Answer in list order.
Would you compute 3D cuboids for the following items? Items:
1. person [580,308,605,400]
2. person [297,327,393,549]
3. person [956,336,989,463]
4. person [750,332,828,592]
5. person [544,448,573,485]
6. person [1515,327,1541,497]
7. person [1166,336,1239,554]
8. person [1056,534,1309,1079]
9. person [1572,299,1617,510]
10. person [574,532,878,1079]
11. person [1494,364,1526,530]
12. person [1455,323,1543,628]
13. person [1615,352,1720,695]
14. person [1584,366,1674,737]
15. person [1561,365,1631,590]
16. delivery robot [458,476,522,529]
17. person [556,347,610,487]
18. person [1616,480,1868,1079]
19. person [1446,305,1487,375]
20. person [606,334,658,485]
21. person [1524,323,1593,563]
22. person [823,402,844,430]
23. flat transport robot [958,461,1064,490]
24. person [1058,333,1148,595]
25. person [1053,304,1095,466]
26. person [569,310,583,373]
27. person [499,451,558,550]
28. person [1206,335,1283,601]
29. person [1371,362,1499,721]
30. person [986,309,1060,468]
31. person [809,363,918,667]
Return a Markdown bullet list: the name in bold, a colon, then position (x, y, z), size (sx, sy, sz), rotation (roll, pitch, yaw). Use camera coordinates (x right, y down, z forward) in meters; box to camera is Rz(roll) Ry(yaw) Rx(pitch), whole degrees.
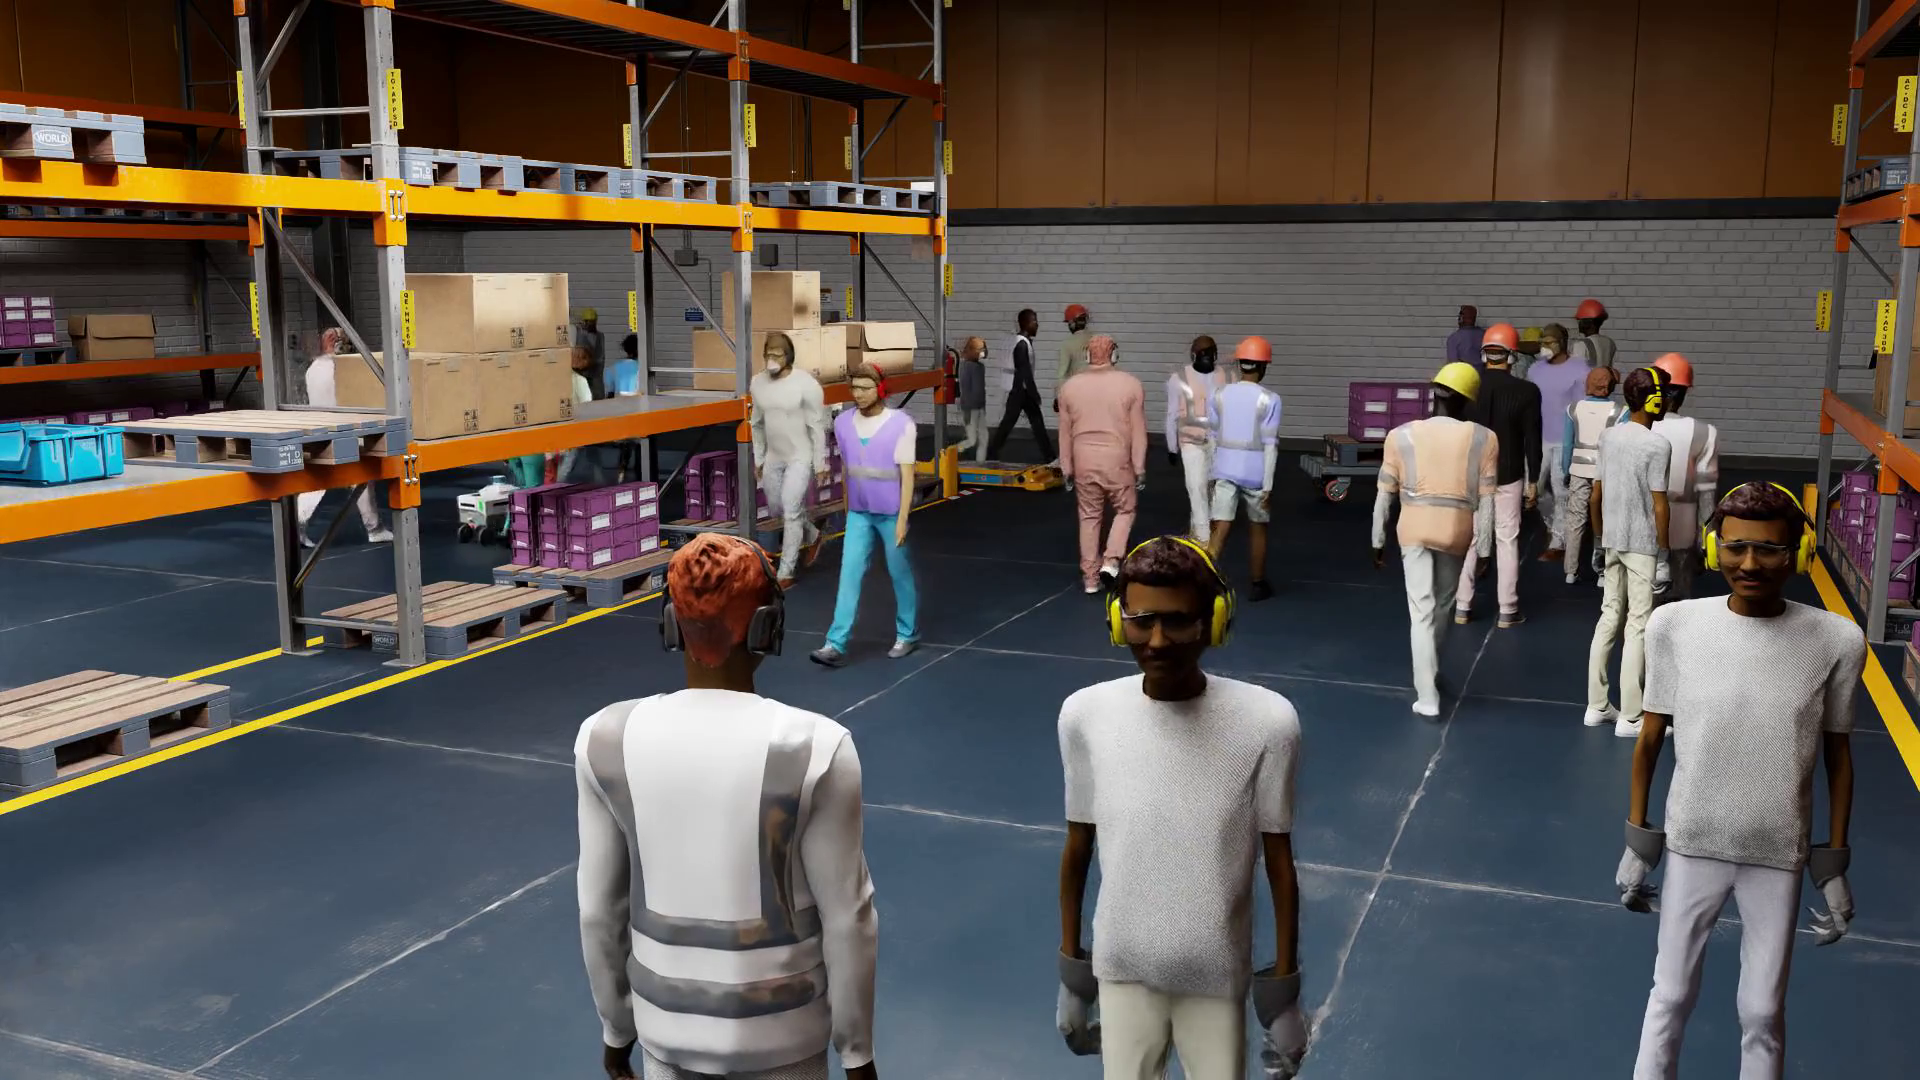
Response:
- **person**: position (-5.185, -2.332, 23.178), size (0.604, 1.789, 0.952), rotation (-8, 13, -41)
- **person**: position (-5.275, -0.856, 13.983), size (0.653, 1.867, 0.979), rotation (9, 13, 44)
- **person**: position (0.099, -1.406, 18.020), size (0.585, 1.611, 0.523), rotation (4, 10, 23)
- **person**: position (-1.189, -0.591, 12.260), size (0.656, 1.906, 0.798), rotation (6, 11, 32)
- **person**: position (-3.685, -0.911, 14.661), size (0.573, 1.740, 0.431), rotation (3, 10, 20)
- **person**: position (5.867, -1.327, 17.181), size (0.298, 1.745, 0.484), rotation (6, 11, 31)
- **person**: position (2.042, -0.797, 13.836), size (0.635, 1.798, 0.954), rotation (-2, 10, -12)
- **person**: position (0.460, 0.887, 3.432), size (0.535, 1.856, 0.631), rotation (3, 10, 16)
- **person**: position (6.080, -1.307, 16.146), size (0.607, 2.047, 0.366), rotation (-8, 12, -39)
- **person**: position (-0.425, 0.919, 3.138), size (0.573, 1.887, 0.354), rotation (2, 10, 14)
- **person**: position (4.742, -0.857, 14.696), size (0.510, 1.617, 0.636), rotation (5, 11, 27)
- **person**: position (3.509, -0.423, 10.948), size (0.622, 1.990, 0.401), rotation (5, 11, 29)
- **person**: position (3.686, -0.026, 8.789), size (0.543, 1.920, 0.584), rotation (4, 10, 21)
- **person**: position (3.408, 0.058, 8.406), size (0.314, 1.869, 0.537), rotation (-3, 10, -19)
- **person**: position (4.674, -0.459, 12.233), size (0.314, 1.639, 0.517), rotation (-9, 13, -44)
- **delivery robot**: position (-3.968, -0.312, 14.343), size (0.477, 0.478, 0.707), rotation (6, 11, 34)
- **person**: position (-3.627, -1.069, 16.090), size (0.827, 1.590, 0.505), rotation (-3, 10, -16)
- **person**: position (1.900, 0.774, 4.073), size (0.534, 1.868, 0.309), rotation (4, 10, 24)
- **person**: position (5.941, -1.812, 19.629), size (0.651, 1.906, 0.409), rotation (-5, 11, -27)
- **person**: position (-3.357, -1.270, 17.039), size (0.595, 1.670, 0.371), rotation (2, 10, 14)
- **person**: position (4.791, -0.774, 13.324), size (0.480, 1.922, 0.644), rotation (-7, 12, -37)
- **person**: position (-1.390, -1.435, 18.198), size (0.367, 1.615, 0.518), rotation (1, 9, 4)
- **flat transport robot**: position (0.348, -0.702, 17.846), size (1.431, 0.197, 0.652), rotation (4, 10, 23)
- **person**: position (1.033, -0.532, 11.936), size (0.680, 1.885, 0.413), rotation (4, 10, 23)
- **person**: position (1.271, -1.595, 18.201), size (0.628, 1.936, 1.012), rotation (-7, 12, -36)
- **person**: position (-5.288, -2.232, 22.238), size (0.338, 1.882, 0.583), rotation (9, 13, 44)
- **person**: position (-3.505, -0.728, 13.544), size (0.526, 1.755, 0.359), rotation (6, 11, 33)
- **person**: position (1.922, -0.453, 11.453), size (0.581, 1.904, 0.940), rotation (6, 11, 31)
- **person**: position (2.534, -0.021, 8.931), size (0.623, 1.844, 0.983), rotation (2, 10, 10)
- **person**: position (0.756, -1.740, 19.328), size (1.021, 1.865, 0.595), rotation (1, 9, 9)
- **person**: position (-0.528, -0.134, 9.798), size (0.576, 1.793, 0.947), rotation (5, 10, 26)
